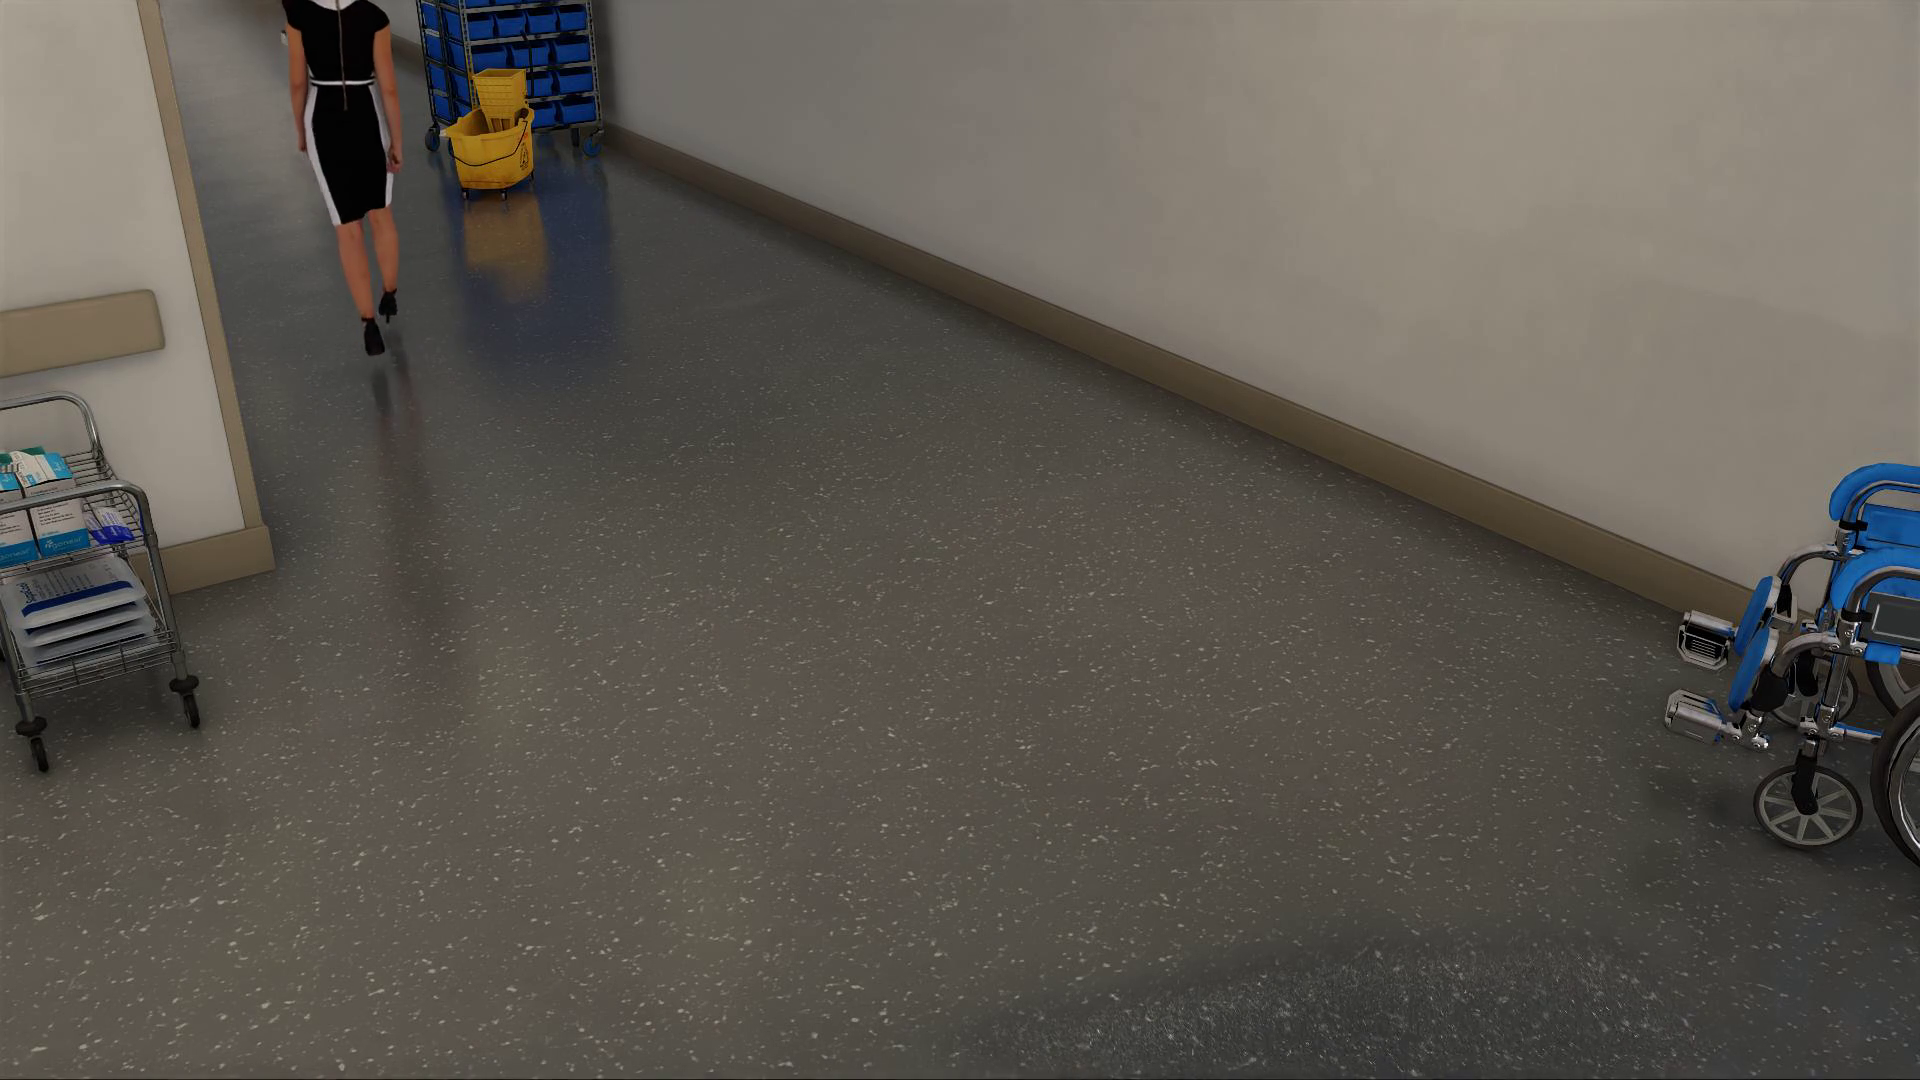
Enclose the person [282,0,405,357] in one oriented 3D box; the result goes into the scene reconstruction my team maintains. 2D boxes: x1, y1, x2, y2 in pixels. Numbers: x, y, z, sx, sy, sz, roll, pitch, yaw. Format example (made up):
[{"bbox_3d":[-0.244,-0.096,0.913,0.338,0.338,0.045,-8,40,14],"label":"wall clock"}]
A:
[{"bbox_3d":[-2.610,-1.633,7.100,1.056,1.756,0.792,-10,28,-20],"label":"person"}]
